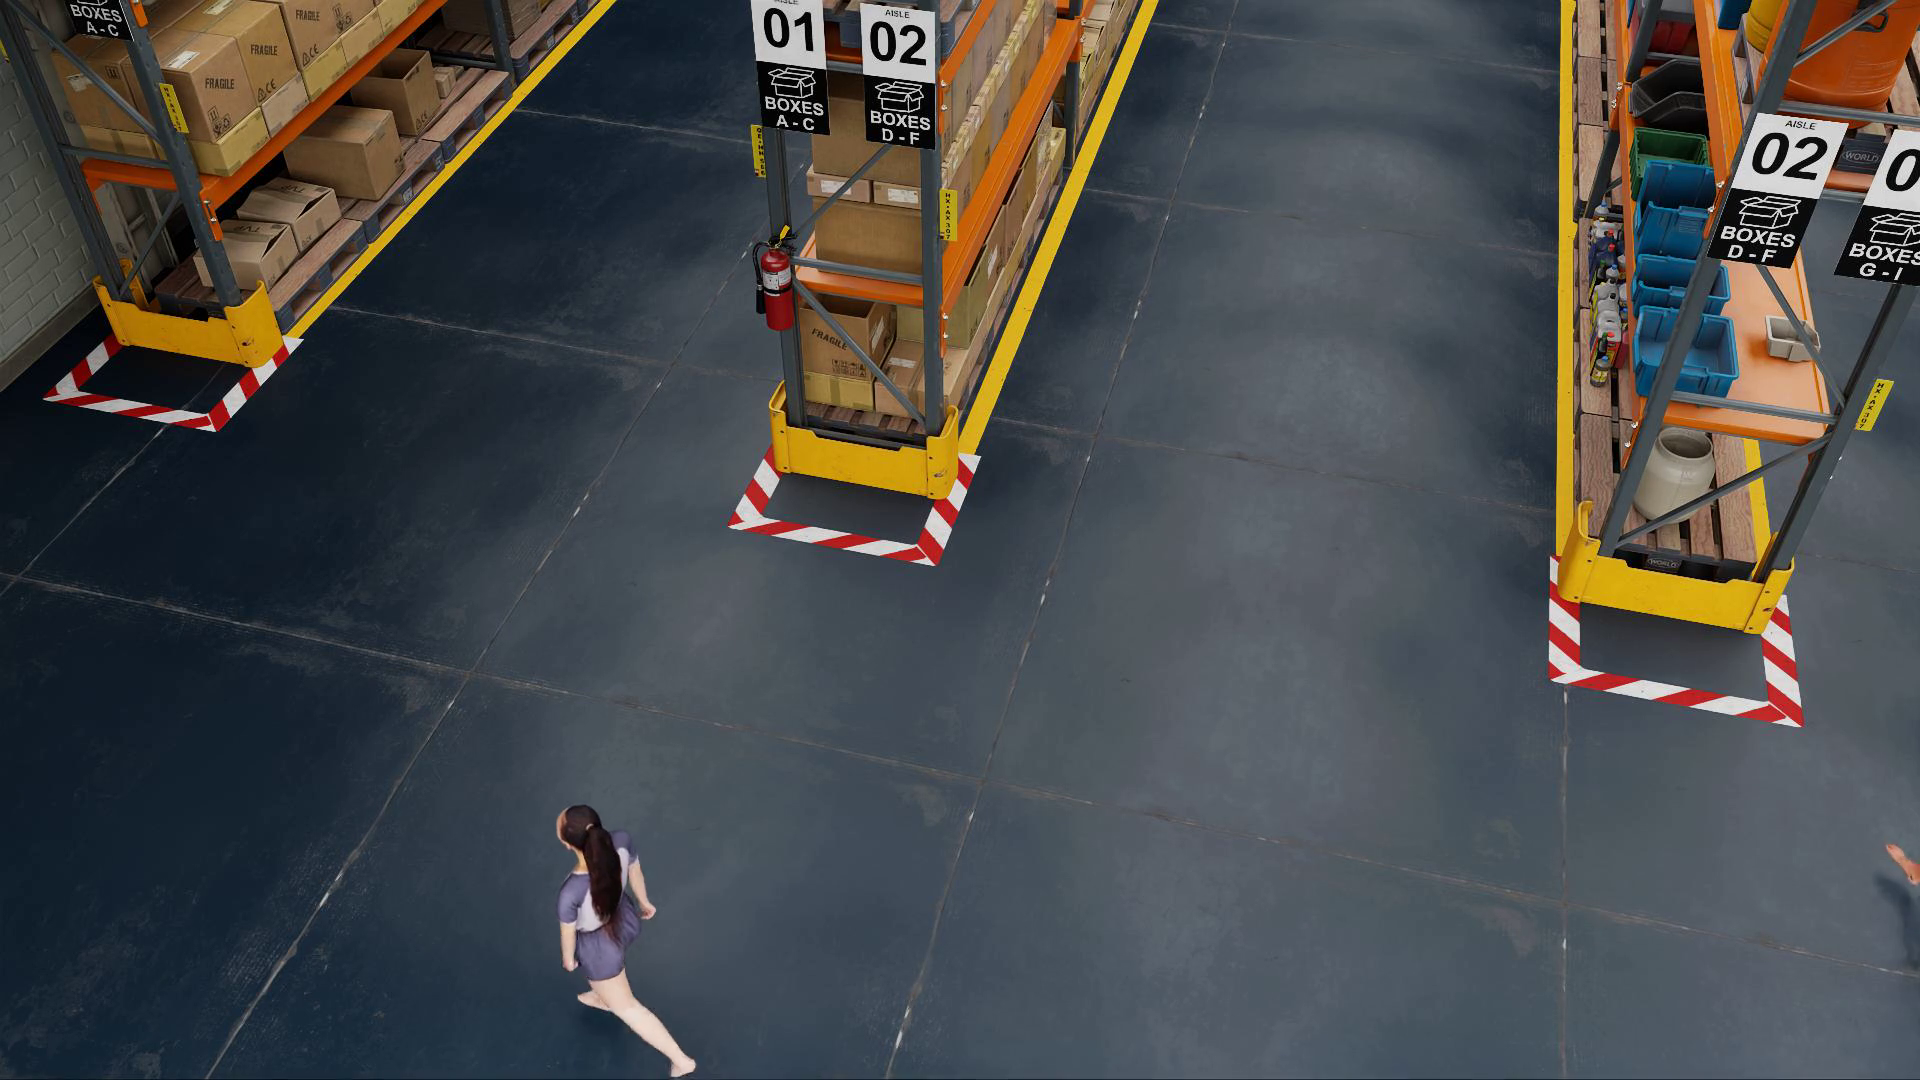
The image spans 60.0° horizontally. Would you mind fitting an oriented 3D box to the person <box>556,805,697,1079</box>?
[{"bbox_3d":[-1.453,1.747,7.182,0.828,1.622,0.993,21,47,21],"label":"person"}]
